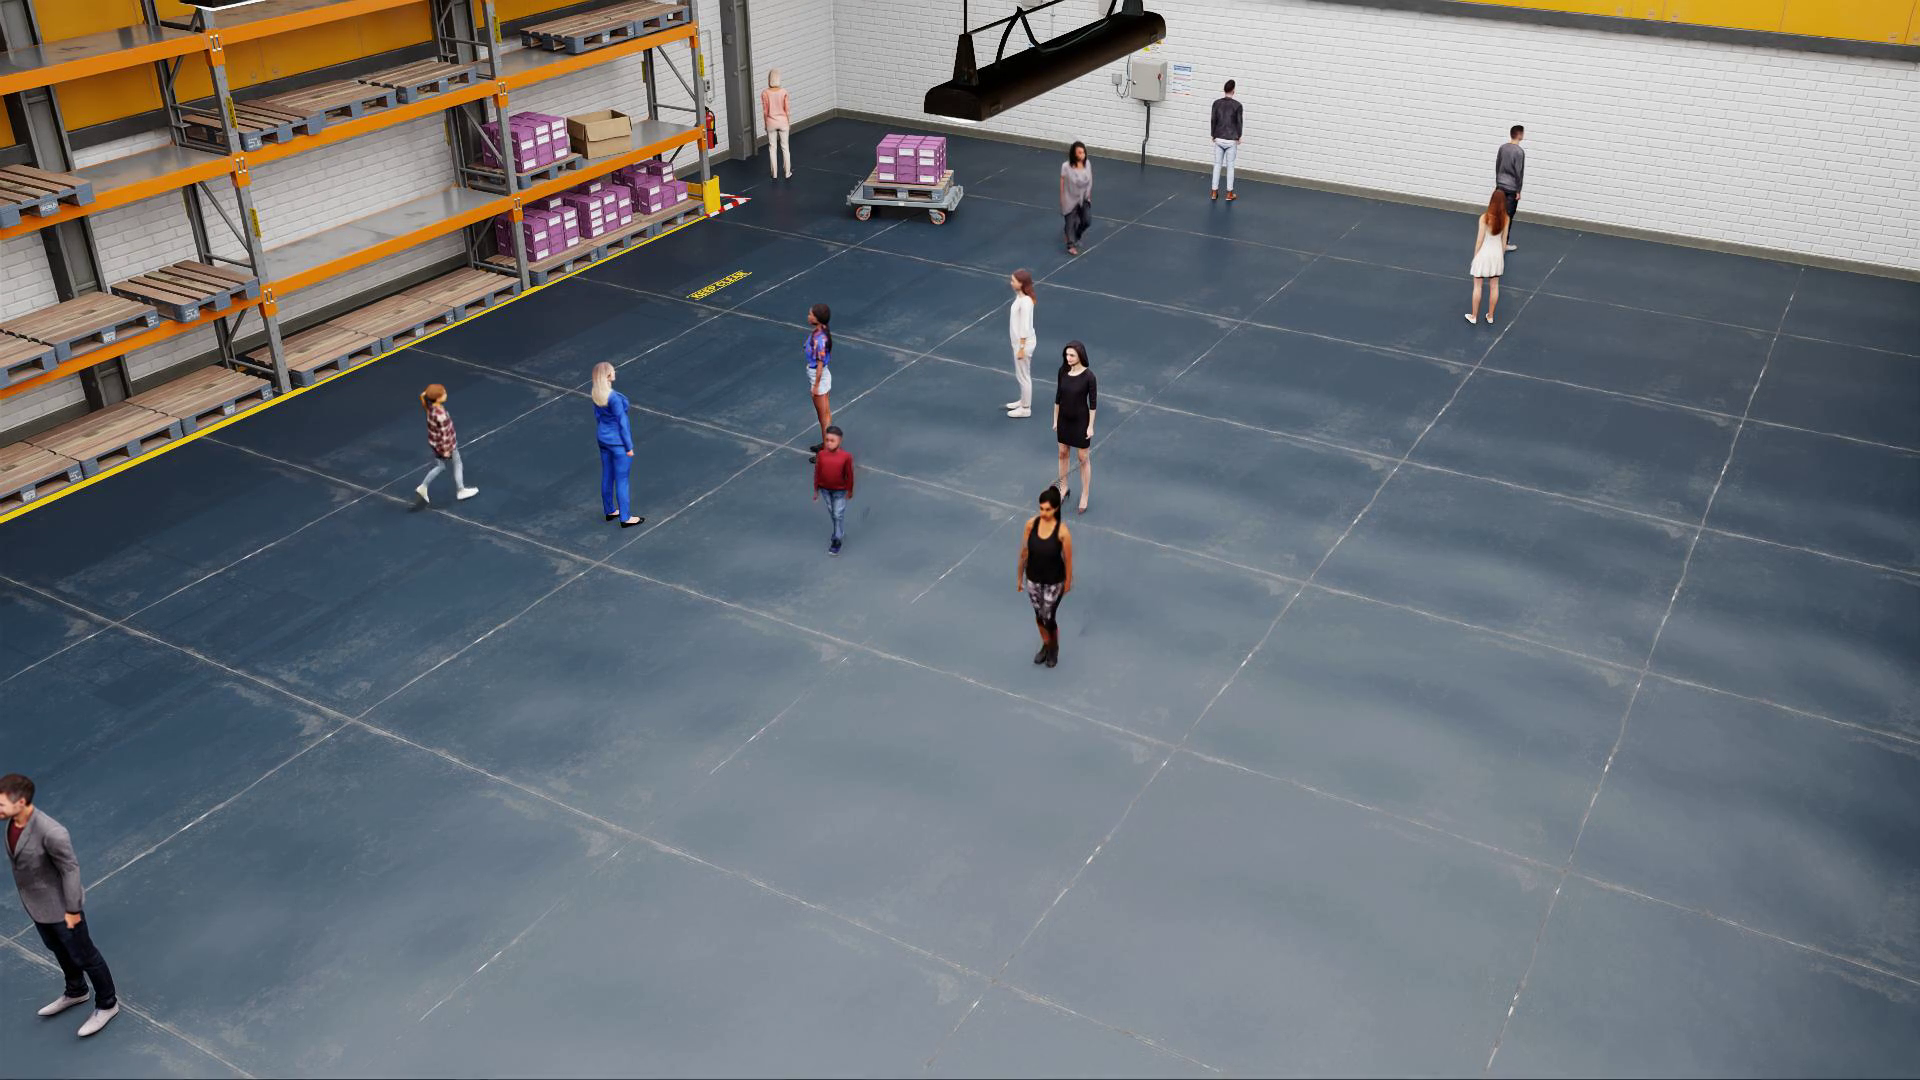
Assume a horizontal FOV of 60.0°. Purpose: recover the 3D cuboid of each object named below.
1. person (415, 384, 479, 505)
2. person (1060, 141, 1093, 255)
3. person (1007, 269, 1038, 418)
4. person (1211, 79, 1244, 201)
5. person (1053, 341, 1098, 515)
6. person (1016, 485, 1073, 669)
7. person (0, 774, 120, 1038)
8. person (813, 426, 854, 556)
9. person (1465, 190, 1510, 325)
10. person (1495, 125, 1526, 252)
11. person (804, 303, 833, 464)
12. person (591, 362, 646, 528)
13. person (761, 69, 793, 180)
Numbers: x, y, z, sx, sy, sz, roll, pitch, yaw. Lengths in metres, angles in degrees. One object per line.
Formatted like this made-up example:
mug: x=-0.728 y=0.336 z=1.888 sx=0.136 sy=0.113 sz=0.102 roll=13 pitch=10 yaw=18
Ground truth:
person: x=-5.211 y=-0.946 z=16.577 sx=0.902 sy=1.286 sz=0.690 roll=-21 pitch=35 yaw=-34
person: x=1.600 y=-4.836 z=23.385 sx=0.761 sy=1.598 sz=0.835 roll=-12 pitch=31 yaw=-21
person: x=0.709 y=-2.193 z=18.446 sx=0.759 sy=1.688 sz=0.673 roll=-2 pitch=29 yaw=-4
person: x=4.086 y=-6.141 z=25.527 sx=0.671 sy=1.836 sz=0.572 roll=12 pitch=31 yaw=21
person: x=1.132 y=-1.117 z=16.353 sx=0.621 sy=1.802 sz=0.534 roll=19 pitch=34 yaw=31
person: x=0.754 y=0.274 z=13.956 sx=0.574 sy=1.656 sz=0.558 roll=15 pitch=32 yaw=25
person: x=-5.567 y=2.198 z=10.201 sx=0.665 sy=1.874 sz=0.574 roll=15 pitch=32 yaw=26
person: x=-1.183 y=-0.533 z=15.873 sx=0.605 sy=1.238 sz=0.813 roll=9 pitch=30 yaw=16
person: x=6.663 y=-3.570 z=20.947 sx=0.646 sy=1.710 sz=0.673 roll=-1 pitch=29 yaw=-2
person: x=7.738 y=-4.979 z=23.475 sx=0.693 sy=1.761 sz=0.699 roll=-16 pitch=33 yaw=-27
person: x=-1.456 y=-1.660 z=17.412 sx=0.727 sy=1.742 sz=0.625 roll=-1 pitch=29 yaw=-2
person: x=-3.365 y=-0.934 z=16.123 sx=0.667 sy=1.701 sz=0.630 roll=25 pitch=37 yaw=37
person: x=-2.931 y=-6.660 z=26.596 sx=0.677 sy=1.724 sz=0.700 roll=-2 pitch=29 yaw=-4
